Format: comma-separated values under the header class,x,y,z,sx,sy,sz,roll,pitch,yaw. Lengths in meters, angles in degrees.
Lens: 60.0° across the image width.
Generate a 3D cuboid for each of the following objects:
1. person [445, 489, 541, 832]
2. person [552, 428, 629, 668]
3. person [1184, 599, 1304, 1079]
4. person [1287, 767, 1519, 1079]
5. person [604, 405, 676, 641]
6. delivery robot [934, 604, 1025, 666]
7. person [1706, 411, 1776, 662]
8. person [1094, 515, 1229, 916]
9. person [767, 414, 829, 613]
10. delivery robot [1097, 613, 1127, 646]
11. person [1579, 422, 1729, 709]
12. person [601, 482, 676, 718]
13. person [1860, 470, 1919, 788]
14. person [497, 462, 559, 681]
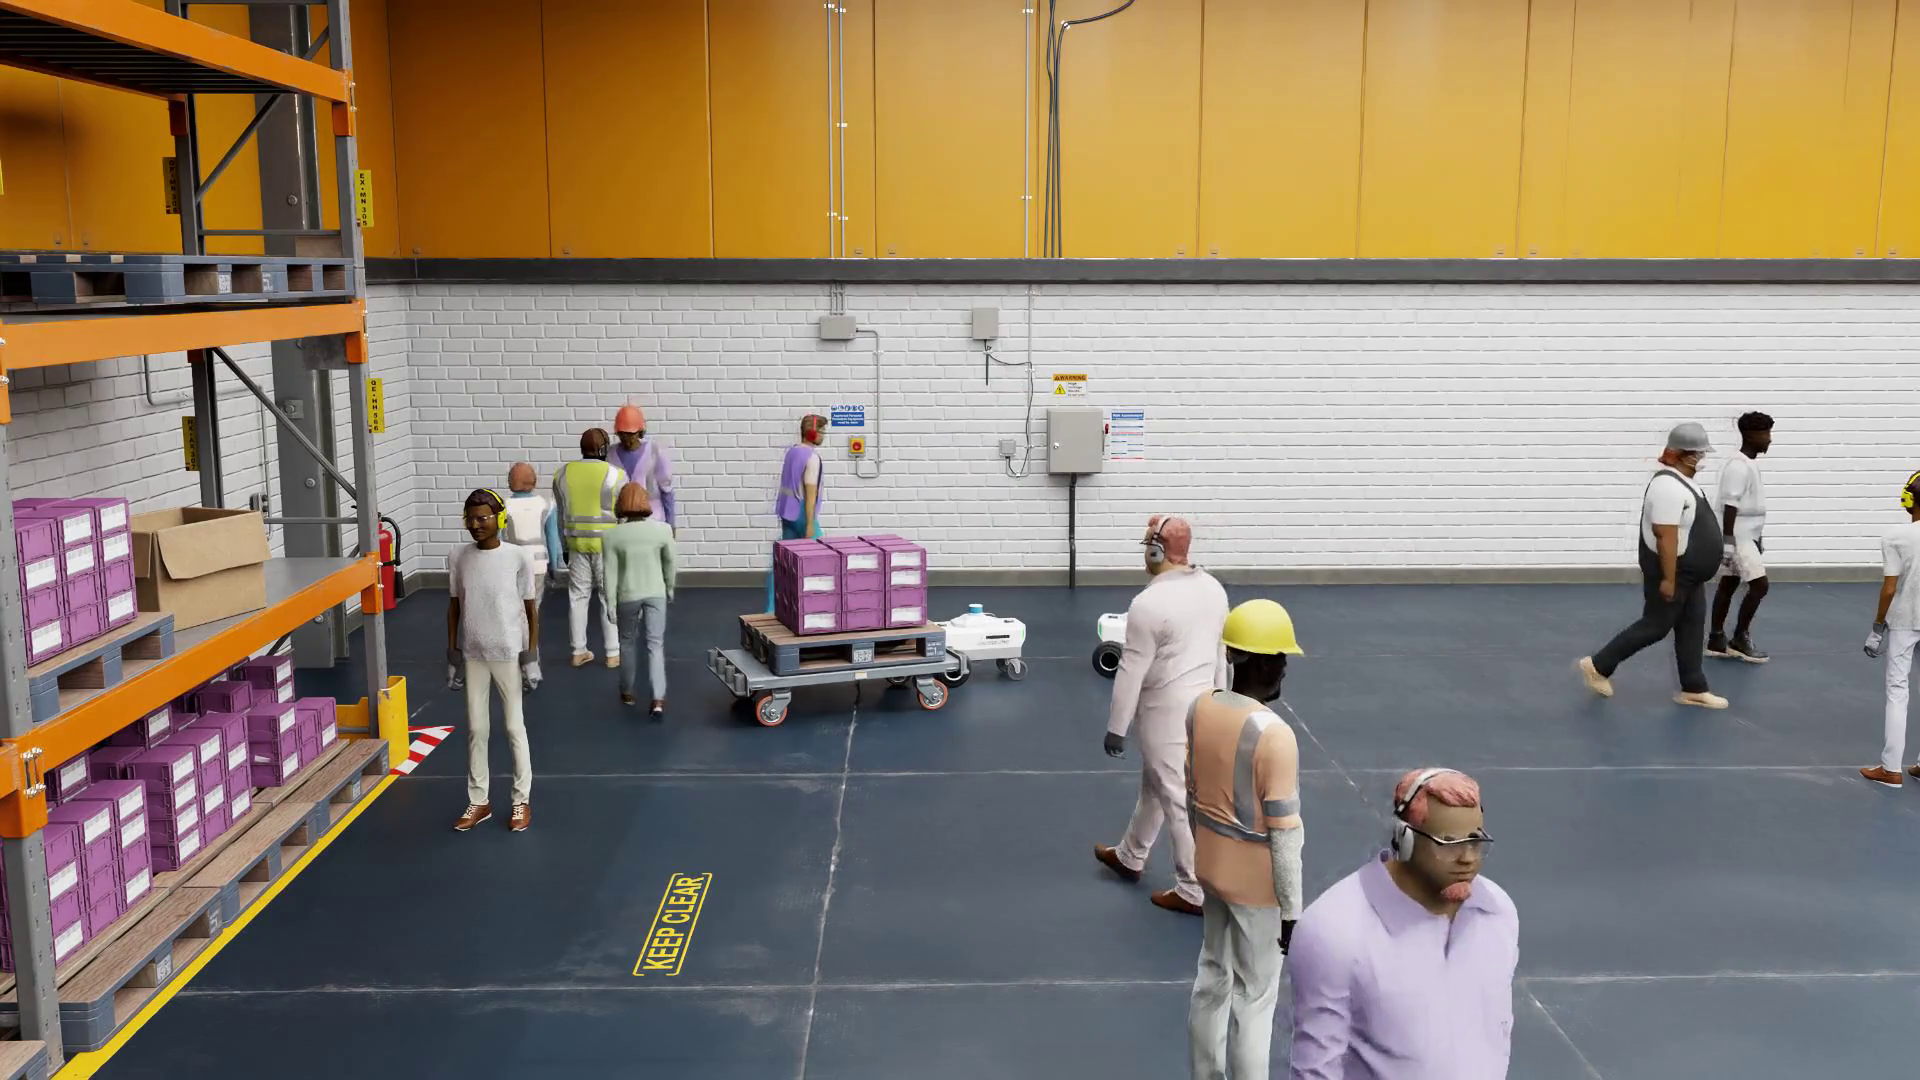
class,x,y,z,sx,sy,sz,roll,pitch,yaw
person,-2.531,0.647,8.981,0.531,1.871,0.322,1,9,4
person,-2.768,0.060,12.694,0.622,1.837,0.428,2,9,11
person,0.989,1.152,5.711,0.366,1.926,0.587,-4,10,-25
person,1.054,1.442,4.066,0.649,1.884,0.712,-3,10,-19
person,-2.698,-0.191,13.962,0.633,1.943,1.228,1,9,9
delivery robot,0.117,0.717,12.285,0.707,0.478,0.477,-3,10,-16
person,6.110,-0.021,12.820,0.614,1.945,0.643,5,11,29
person,0.883,0.809,7.952,0.878,1.872,0.673,8,12,40
person,-1.289,-0.181,14.256,0.905,1.789,0.718,-5,11,-30
delivery robot,1.399,0.692,12.439,0.707,0.478,0.477,3,10,15
person,4.857,0.145,11.534,0.905,2.000,0.689,5,11,30
person,-2.181,0.397,11.352,0.504,1.594,0.804,-3,10,-16
person,5.580,0.521,9.747,0.520,1.874,0.327,0,9,-2
person,-3.296,0.218,12.416,0.516,1.597,0.798,-6,11,-35
